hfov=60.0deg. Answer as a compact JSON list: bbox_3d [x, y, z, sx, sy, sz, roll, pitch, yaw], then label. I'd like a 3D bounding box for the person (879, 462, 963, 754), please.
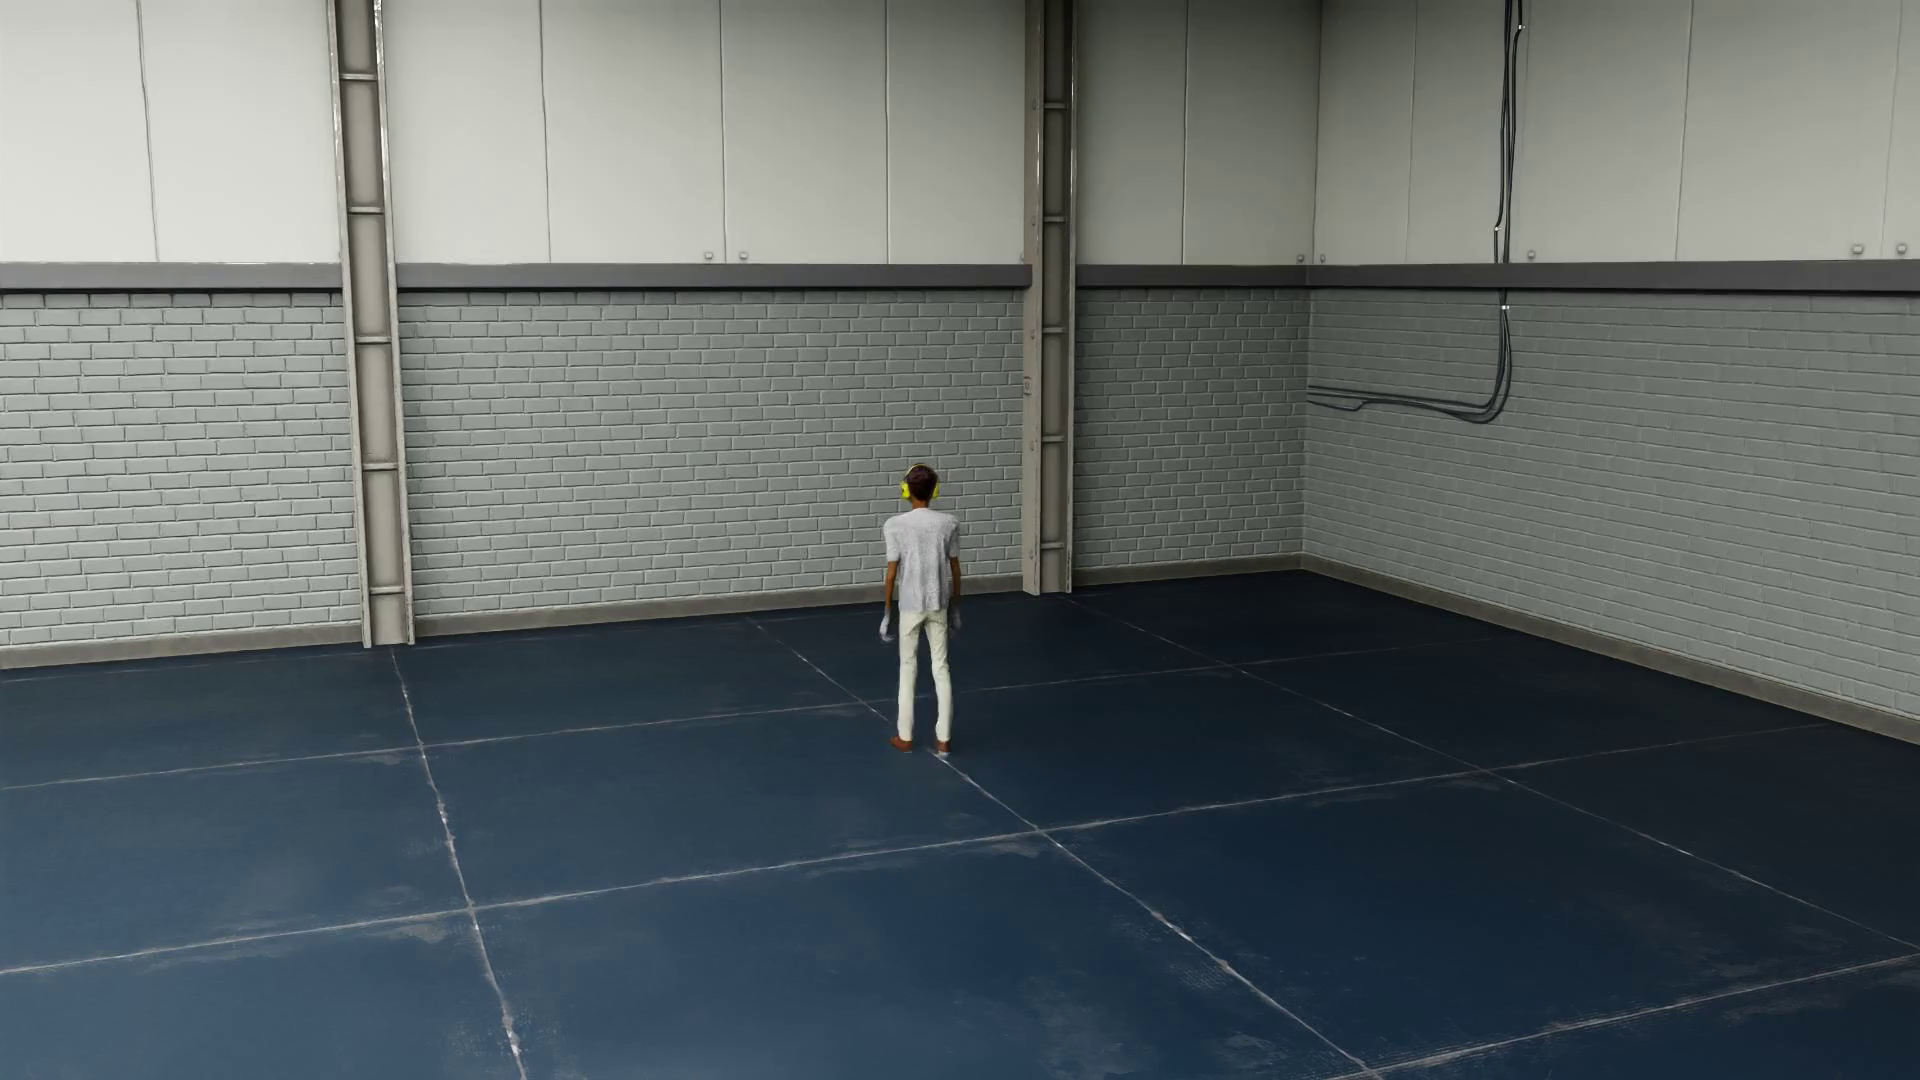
[{"bbox_3d":[-0.233,0.436,10.542,0.531,1.868,0.332,-2,9,-14],"label":"person"}]
